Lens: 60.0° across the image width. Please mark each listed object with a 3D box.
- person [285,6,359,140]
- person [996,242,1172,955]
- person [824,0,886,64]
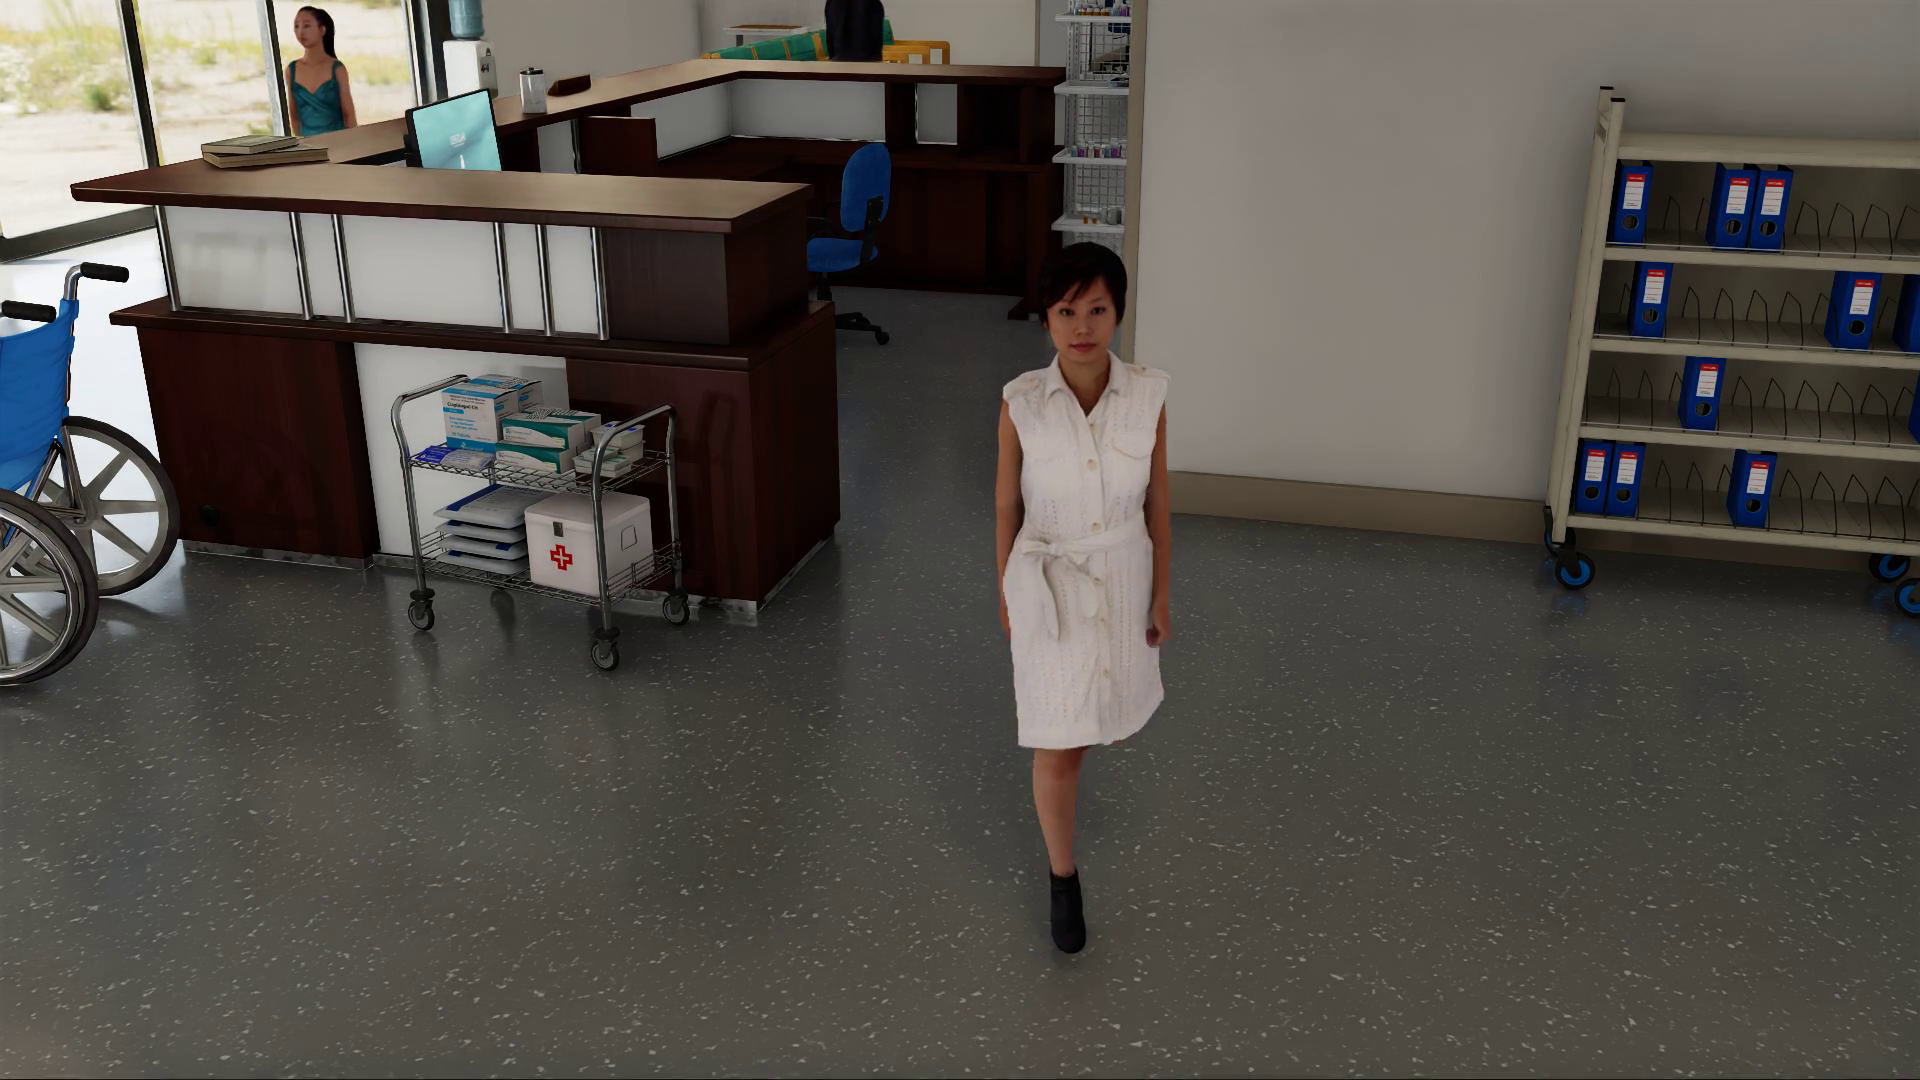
[{"bbox_3d":[-3.583,-2.183,9.569,0.952,1.666,0.750,2,21,4],"label":"person"},{"bbox_3d":[0.274,0.099,3.733,0.972,1.533,0.846,-2,21,-6],"label":"person"},{"bbox_3d":[-0.866,-3.569,12.965,1.081,1.853,0.875,9,23,23],"label":"person"}]
